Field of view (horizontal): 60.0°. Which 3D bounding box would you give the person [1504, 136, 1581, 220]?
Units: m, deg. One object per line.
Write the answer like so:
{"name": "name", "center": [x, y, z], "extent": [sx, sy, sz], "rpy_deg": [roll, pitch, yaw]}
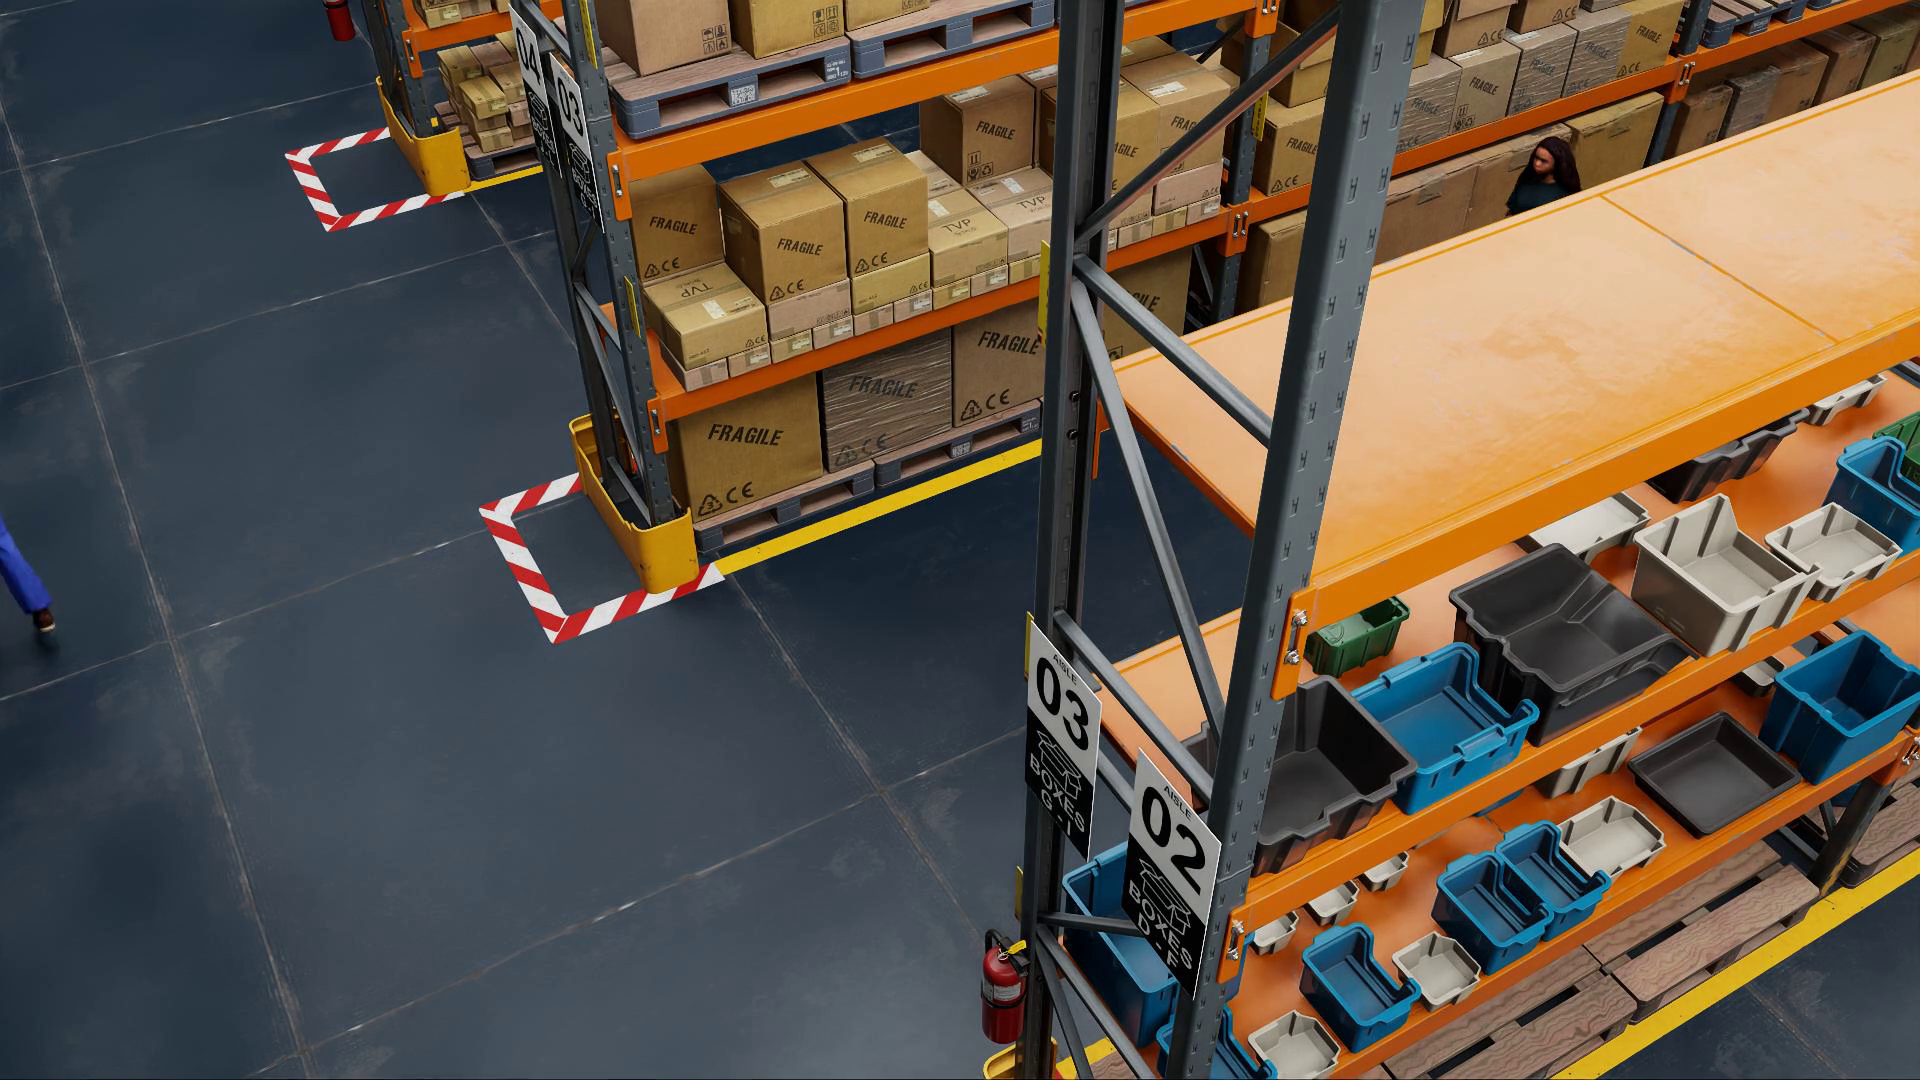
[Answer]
{"name": "person", "center": [3.819, -1.959, 11.034], "extent": [0.587, 1.604, 0.578], "rpy_deg": [-23, 48, -23]}
